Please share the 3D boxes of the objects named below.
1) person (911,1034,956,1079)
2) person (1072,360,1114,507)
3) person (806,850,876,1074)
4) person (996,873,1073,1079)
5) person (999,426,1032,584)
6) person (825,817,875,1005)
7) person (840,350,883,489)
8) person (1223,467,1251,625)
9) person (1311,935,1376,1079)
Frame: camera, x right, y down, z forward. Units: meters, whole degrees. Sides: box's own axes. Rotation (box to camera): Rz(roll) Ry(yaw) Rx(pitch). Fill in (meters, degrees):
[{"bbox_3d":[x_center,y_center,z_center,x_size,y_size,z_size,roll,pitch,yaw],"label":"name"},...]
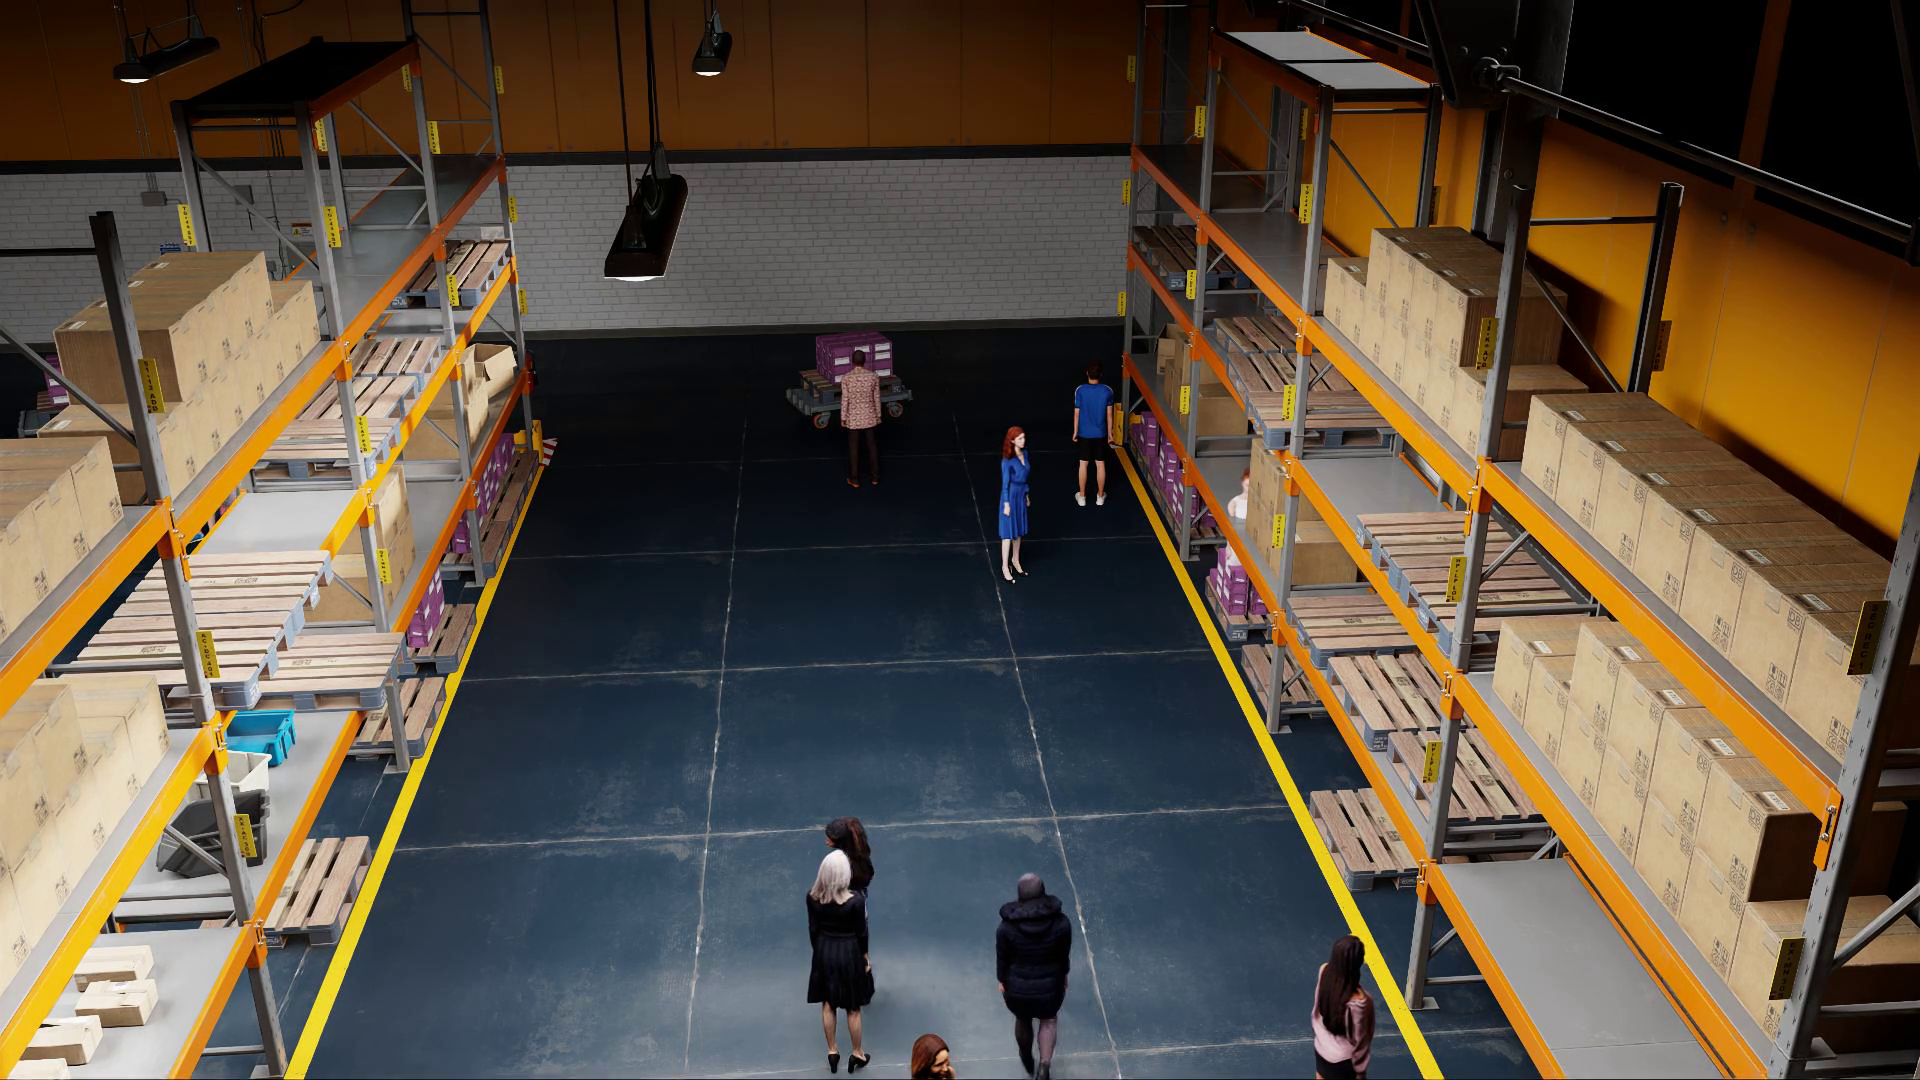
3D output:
[{"bbox_3d":[-0.165,3.583,9.526,0.728,1.834,0.649,15,28,30],"label":"person"},{"bbox_3d":[1.650,-1.348,20.766,0.670,1.865,0.579,-1,24,-1],"label":"person"},{"bbox_3d":[-0.816,2.859,11.289,0.673,1.747,0.674,6,24,13],"label":"person"},{"bbox_3d":[0.505,2.976,11.127,0.668,1.662,0.850,-1,24,-3],"label":"person"},{"bbox_3d":[0.612,-0.413,18.671,0.769,1.829,0.702,17,29,34],"label":"person"},{"bbox_3d":[-0.710,2.673,11.882,0.684,1.612,0.567,0,24,0],"label":"person"},{"bbox_3d":[-1.270,-1.560,21.324,0.735,1.807,0.649,-6,24,-14],"label":"person"},{"bbox_3d":[2.999,0.074,17.605,0.558,1.791,0.503,-3,24,-7],"label":"person"},{"bbox_3d":[2.349,3.230,10.361,0.743,1.811,0.591,-11,26,-23],"label":"person"}]
